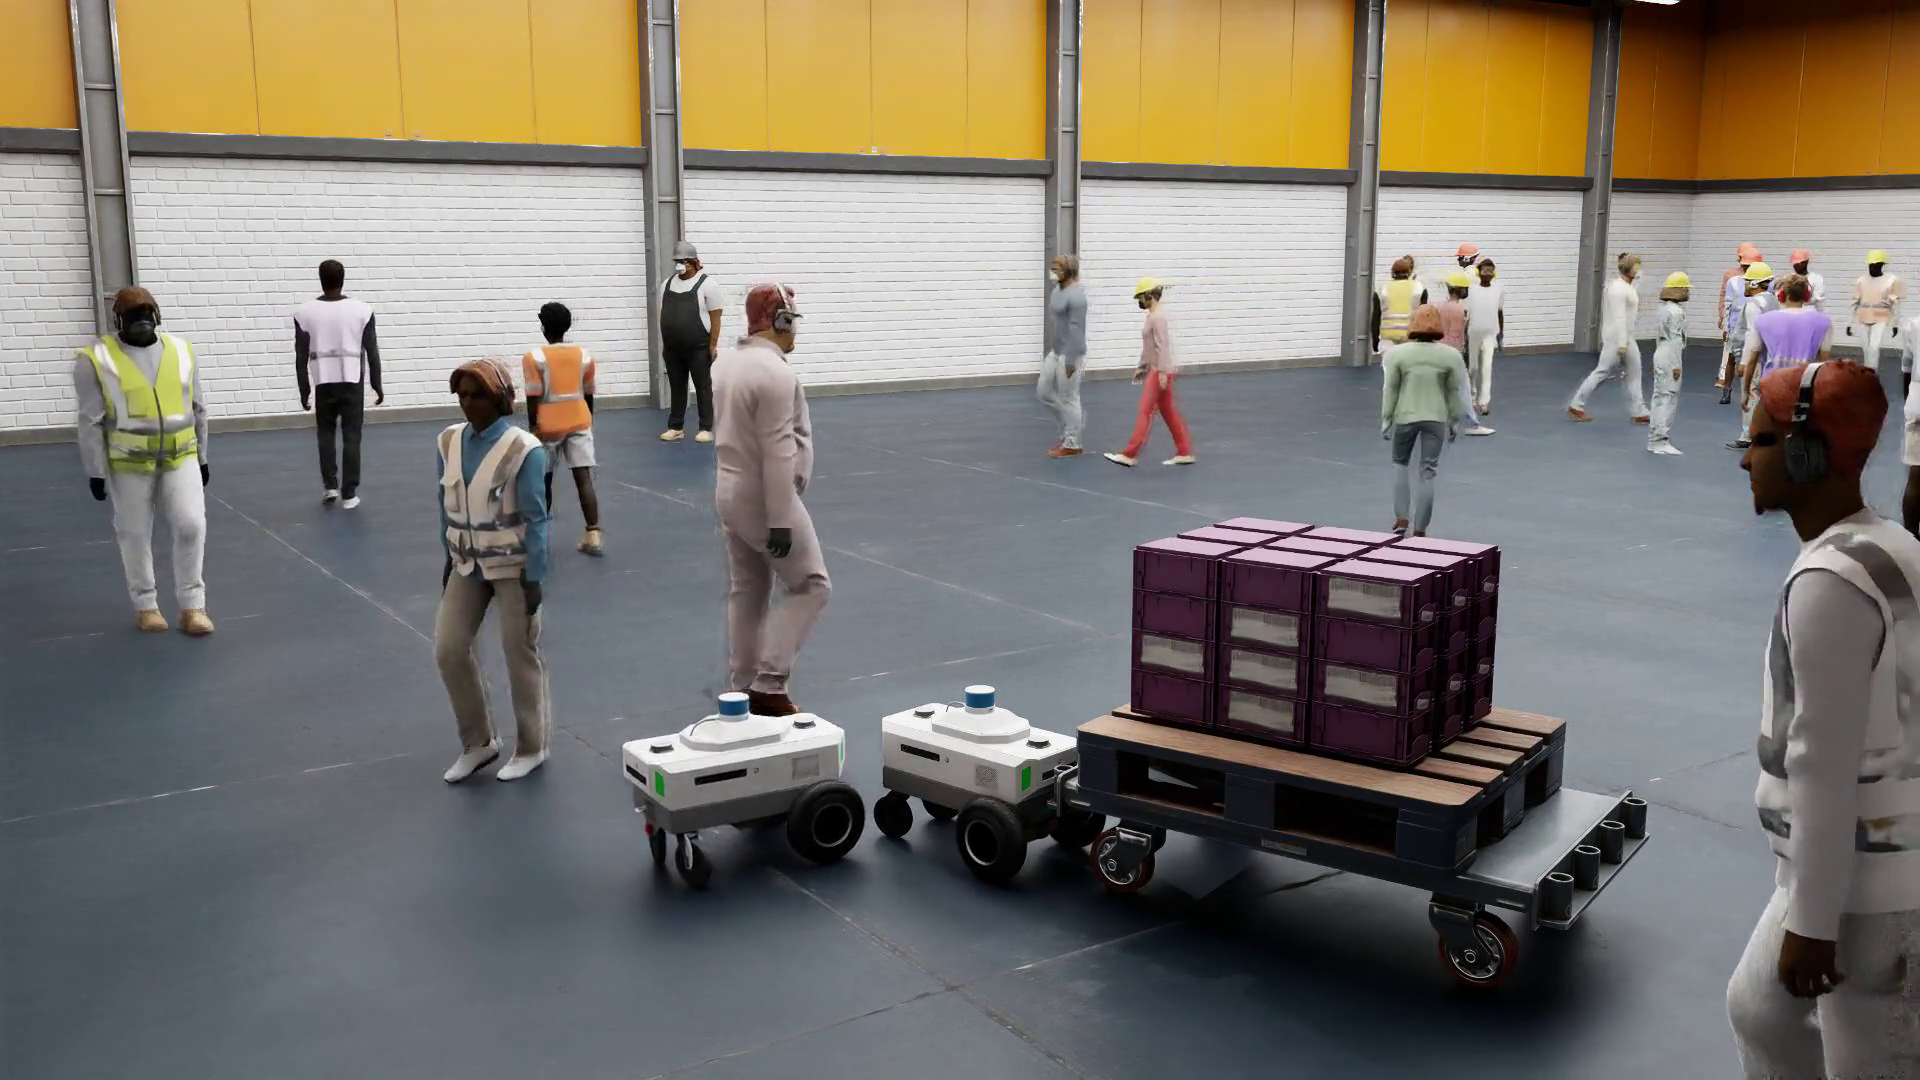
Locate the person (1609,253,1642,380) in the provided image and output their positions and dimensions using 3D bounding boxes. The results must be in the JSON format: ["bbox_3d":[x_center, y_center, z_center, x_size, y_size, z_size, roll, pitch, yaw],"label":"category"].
[{"bbox_3d":[9.585,-3.232,24.142,0.712,1.848,0.514,-6,12,-29],"label":"person"}]

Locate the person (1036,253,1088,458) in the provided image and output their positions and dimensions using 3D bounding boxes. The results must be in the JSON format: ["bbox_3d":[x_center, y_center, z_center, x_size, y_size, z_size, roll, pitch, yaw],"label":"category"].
[{"bbox_3d":[0.965,-1.715,15.589,0.439,1.925,0.657,-3,11,-17],"label":"person"}]

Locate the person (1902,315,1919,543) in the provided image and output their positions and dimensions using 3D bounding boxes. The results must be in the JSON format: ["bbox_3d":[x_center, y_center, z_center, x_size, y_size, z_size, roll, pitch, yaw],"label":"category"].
[{"bbox_3d":[6.278,-0.797,10.490,0.689,1.942,0.644,-5,12,-26],"label":"person"}]

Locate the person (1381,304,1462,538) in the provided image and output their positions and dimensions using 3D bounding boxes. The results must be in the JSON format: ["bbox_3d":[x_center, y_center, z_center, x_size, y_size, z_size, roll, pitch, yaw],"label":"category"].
[{"bbox_3d":[3.160,-0.805,11.421,0.525,1.618,0.492,2,11,12],"label":"person"}]

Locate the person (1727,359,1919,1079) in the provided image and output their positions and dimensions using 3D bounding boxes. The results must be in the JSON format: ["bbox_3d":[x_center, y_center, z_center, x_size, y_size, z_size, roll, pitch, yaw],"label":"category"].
[{"bbox_3d":[1.609,0.605,3.068,0.502,1.861,0.579,7,12,32],"label":"person"}]

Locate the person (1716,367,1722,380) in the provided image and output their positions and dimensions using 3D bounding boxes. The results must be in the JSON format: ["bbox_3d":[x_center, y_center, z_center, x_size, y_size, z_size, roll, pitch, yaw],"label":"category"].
[{"bbox_3d":[11.361,-3.120,24.203,0.856,1.589,0.524,-10,14,-43],"label":"person"}]

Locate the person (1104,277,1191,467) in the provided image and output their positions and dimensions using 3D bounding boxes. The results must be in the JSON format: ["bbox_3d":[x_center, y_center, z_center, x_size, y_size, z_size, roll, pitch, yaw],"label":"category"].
[{"bbox_3d":[1.731,-1.508,15.072,0.840,1.711,0.544,0,10,3],"label":"person"}]

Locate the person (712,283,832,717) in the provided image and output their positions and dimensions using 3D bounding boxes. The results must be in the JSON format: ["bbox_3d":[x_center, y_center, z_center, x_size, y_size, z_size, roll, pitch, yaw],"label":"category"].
[{"bbox_3d":[-0.808,-0.136,7.047,0.435,1.884,0.649,-6,12,-30],"label":"person"}]

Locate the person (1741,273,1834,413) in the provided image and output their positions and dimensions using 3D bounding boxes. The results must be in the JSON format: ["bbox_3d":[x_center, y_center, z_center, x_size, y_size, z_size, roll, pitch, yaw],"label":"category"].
[{"bbox_3d":[6.373,-1.149,12.839,0.582,1.804,0.952,3,11,17],"label":"person"}]

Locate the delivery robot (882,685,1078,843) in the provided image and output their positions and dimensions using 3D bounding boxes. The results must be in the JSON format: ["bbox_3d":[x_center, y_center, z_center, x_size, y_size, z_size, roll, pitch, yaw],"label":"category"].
[{"bbox_3d":[0.066,0.738,5.648,0.707,0.478,0.477,9,14,42],"label":"delivery robot"}]

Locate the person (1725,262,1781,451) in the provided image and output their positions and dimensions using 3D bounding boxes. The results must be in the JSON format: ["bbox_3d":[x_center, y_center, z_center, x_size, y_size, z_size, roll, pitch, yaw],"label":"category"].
[{"bbox_3d":[7.723,-1.781,16.204,0.404,1.835,0.587,10,14,43],"label":"person"}]

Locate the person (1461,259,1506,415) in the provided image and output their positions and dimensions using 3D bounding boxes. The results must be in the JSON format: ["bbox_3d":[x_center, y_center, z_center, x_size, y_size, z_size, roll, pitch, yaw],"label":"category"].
[{"bbox_3d":[6.178,-2.413,19.716,0.534,1.833,0.988,2,11,11],"label":"person"}]

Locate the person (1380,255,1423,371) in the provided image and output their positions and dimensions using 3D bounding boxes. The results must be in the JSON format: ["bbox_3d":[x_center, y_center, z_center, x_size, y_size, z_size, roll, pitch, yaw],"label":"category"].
[{"bbox_3d":[6.677,-3.386,25.117,0.976,1.792,0.517,-6,12,-32],"label":"person"}]

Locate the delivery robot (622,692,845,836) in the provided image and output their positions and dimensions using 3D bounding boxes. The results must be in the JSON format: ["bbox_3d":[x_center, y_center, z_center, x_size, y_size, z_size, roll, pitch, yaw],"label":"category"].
[{"bbox_3d":[-0.752,0.754,5.557,0.707,0.478,0.477,-6,12,-31],"label":"delivery robot"}]

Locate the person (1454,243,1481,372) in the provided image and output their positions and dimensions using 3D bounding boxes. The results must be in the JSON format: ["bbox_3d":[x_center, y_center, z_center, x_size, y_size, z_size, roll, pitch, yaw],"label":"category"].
[{"bbox_3d":[6.848,-3.013,22.512,0.393,1.995,0.612,5,11,24],"label":"person"}]

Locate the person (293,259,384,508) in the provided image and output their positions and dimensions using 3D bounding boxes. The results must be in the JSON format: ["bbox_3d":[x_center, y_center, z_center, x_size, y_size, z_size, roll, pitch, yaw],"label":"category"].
[{"bbox_3d":[-4.786,-1.208,12.869,0.610,1.897,0.577,-3,11,-14],"label":"person"}]

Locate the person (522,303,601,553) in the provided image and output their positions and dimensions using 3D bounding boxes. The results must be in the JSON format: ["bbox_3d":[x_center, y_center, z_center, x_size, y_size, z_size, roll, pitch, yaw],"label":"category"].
[{"bbox_3d":[-2.645,-0.747,11.038,0.545,1.646,0.891,-8,13,-38],"label":"person"}]

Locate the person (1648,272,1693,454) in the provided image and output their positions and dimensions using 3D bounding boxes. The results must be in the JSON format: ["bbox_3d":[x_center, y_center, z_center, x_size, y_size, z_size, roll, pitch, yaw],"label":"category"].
[{"bbox_3d":[6.862,-1.697,16.039,0.337,1.734,0.597,0,10,2],"label":"person"}]

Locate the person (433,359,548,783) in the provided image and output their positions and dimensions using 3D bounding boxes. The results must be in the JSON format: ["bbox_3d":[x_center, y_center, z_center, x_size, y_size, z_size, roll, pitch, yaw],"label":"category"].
[{"bbox_3d":[-1.782,0.135,6.252,0.543,1.617,0.522,5,11,26],"label":"person"}]

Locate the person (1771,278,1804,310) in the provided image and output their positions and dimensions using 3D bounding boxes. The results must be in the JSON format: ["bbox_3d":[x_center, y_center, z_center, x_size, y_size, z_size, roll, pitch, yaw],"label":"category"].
[{"bbox_3d":[9.487,-2.215,19.201,0.697,1.610,0.507,-6,12,-29],"label":"person"}]

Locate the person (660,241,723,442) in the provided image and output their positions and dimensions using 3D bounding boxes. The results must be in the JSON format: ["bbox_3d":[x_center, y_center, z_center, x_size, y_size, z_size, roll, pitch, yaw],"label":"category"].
[{"bbox_3d":[-2.777,-2.014,16.912,0.681,2.000,0.536,4,11,22],"label":"person"}]

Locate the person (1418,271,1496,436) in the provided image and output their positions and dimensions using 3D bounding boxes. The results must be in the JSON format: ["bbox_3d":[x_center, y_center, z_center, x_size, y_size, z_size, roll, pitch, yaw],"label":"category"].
[{"bbox_3d":[5.127,-1.937,17.386,0.907,1.726,0.530,-1,10,-3],"label":"person"}]

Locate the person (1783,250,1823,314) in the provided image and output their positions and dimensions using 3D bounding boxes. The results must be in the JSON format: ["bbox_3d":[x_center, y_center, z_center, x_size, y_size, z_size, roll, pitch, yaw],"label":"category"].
[{"bbox_3d":[11.682,-3.088,23.206,0.888,1.884,0.559,-10,14,-43],"label":"person"}]

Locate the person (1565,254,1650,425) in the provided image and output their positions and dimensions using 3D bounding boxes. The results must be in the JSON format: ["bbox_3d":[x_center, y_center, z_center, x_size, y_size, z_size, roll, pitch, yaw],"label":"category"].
[{"bbox_3d":[7.293,-2.225,18.496,1.024,1.896,0.650,7,12,32],"label":"person"}]

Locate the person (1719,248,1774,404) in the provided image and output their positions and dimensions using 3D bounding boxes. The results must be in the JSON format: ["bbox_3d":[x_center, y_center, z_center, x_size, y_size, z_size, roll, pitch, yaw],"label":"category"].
[{"bbox_3d":[9.744,-2.634,20.609,0.544,1.933,0.376,5,11,25],"label":"person"}]

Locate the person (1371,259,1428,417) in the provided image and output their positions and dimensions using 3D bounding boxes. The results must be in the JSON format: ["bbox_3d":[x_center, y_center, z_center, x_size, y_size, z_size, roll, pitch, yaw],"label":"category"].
[{"bbox_3d":[5.128,-2.355,19.388,0.646,1.813,0.749,4,11,19],"label":"person"}]

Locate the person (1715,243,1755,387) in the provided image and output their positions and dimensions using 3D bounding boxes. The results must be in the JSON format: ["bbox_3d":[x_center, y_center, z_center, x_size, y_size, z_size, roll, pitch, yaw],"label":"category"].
[{"bbox_3d":[10.749,-3.080,22.881,0.612,1.995,0.376,8,13,37],"label":"person"}]

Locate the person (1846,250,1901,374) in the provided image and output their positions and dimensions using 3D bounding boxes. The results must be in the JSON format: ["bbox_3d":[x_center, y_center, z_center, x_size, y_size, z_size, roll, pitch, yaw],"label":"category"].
[{"bbox_3d":[12.226,-2.939,22.358,0.749,1.896,0.609,-8,13,-38],"label":"person"}]

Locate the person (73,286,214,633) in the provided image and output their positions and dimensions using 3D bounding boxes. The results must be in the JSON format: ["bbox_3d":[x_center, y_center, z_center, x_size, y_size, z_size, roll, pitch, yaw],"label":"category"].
[{"bbox_3d":[-4.184,-0.392,8.619,0.651,1.818,0.721,-9,14,-41],"label":"person"}]
